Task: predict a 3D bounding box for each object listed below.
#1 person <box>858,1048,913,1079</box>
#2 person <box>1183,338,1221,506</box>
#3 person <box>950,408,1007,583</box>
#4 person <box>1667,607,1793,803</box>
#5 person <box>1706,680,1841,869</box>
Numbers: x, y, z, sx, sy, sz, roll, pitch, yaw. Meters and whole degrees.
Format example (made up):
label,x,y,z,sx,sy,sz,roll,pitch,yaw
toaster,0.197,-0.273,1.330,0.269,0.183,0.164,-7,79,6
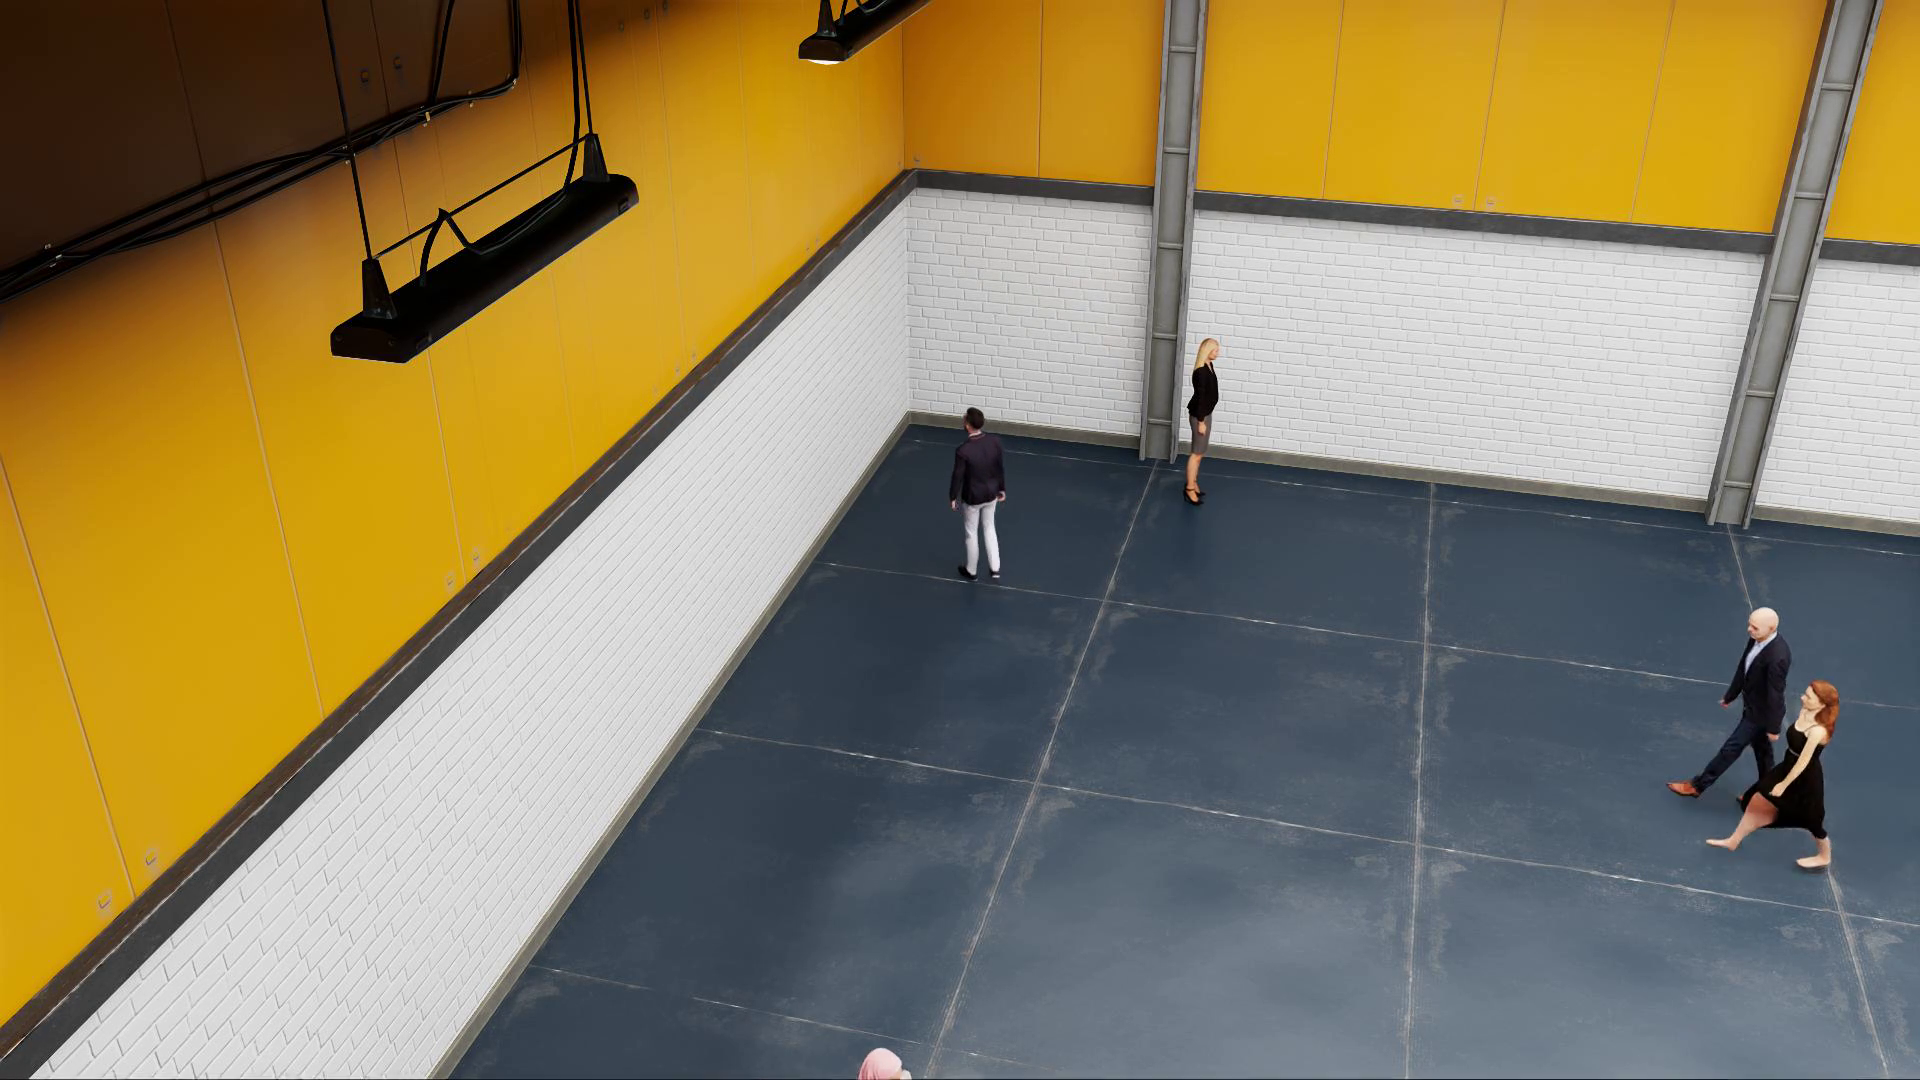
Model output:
label,x,y,z,sx,sy,sz,roll,pitch,yaw
person,-0.478,3.407,8.971,1.245,1.770,0.840,15,32,25
person,2.514,-1.249,17.432,0.532,1.840,0.603,8,30,14
person,0.210,-0.391,15.864,0.843,1.836,0.913,-13,31,-23
person,6.250,1.320,12.815,1.095,1.752,0.750,4,29,7
person,6.239,1.772,12.172,1.142,1.574,0.692,3,29,5
